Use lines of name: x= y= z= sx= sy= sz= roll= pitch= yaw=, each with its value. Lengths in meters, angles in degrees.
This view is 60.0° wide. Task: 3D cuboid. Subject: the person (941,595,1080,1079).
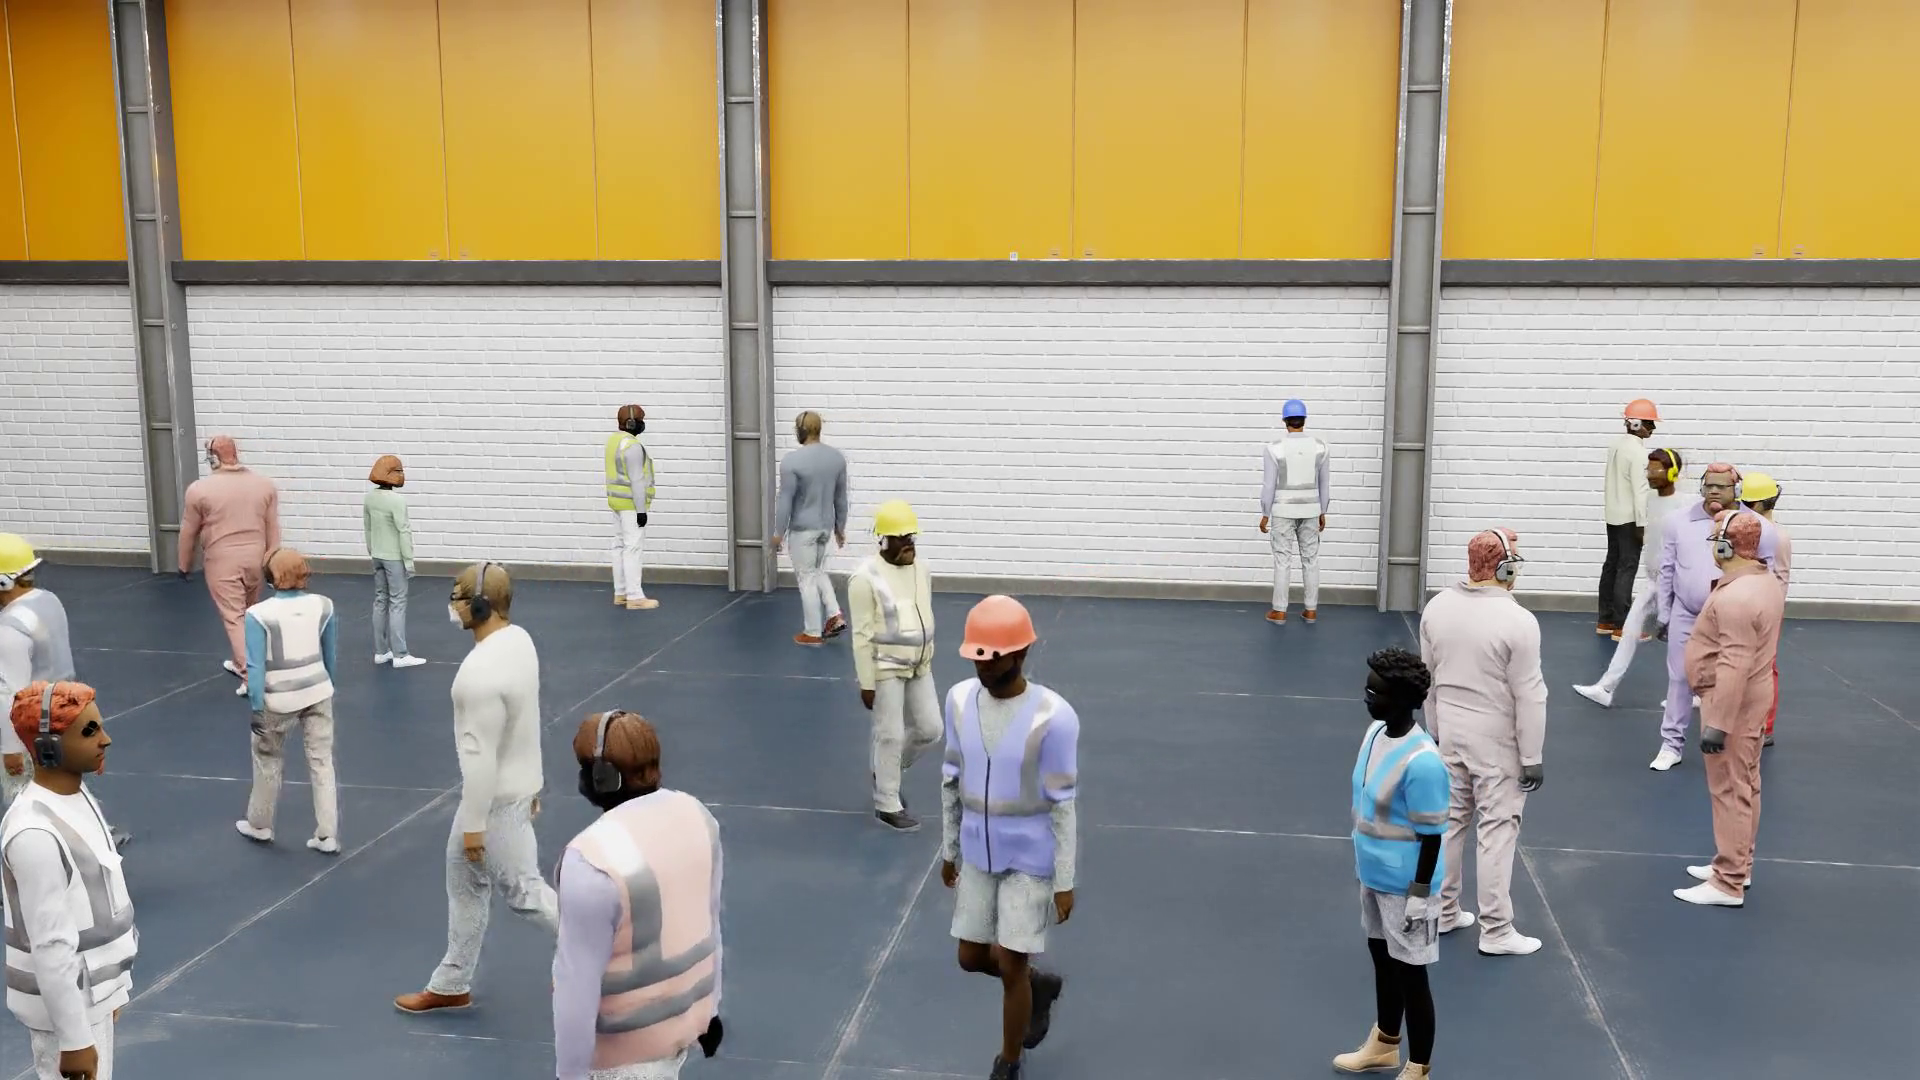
person: x=0.206 y=1.113 z=6.037 sx=0.557 sy=1.915 sz=0.633 roll=6 pitch=11 yaw=33

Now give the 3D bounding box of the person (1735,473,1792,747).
person: x=5.058 y=0.446 z=10.616 sx=0.327 sy=1.760 sz=0.524 roll=-1 pitch=9 yaw=-6

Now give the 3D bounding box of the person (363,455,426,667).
person: x=-4.364 y=0.158 z=12.772 sx=0.509 sy=1.631 sz=0.269 roll=7 pitch=12 yaw=37

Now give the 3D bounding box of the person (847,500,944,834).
person: x=-0.340 y=0.679 z=8.991 sx=0.423 sy=1.813 sz=0.612 roll=8 pitch=12 yaw=40

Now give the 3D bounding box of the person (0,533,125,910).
person: x=-4.377 y=0.857 z=7.885 sx=0.510 sy=1.819 sz=0.612 roll=-2 pitch=9 yaw=-11

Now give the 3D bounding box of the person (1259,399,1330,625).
person: x=2.866 y=-0.237 z=14.273 sx=0.604 sy=1.938 sz=0.402 roll=-1 pitch=9 yaw=-7

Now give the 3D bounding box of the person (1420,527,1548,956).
person: x=2.350 y=0.890 z=7.421 sx=0.410 sy=1.908 sz=0.643 roll=-6 pitch=11 yaw=-31

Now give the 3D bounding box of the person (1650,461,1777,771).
person: x=4.486 y=0.479 z=9.952 sx=0.637 sy=1.911 sz=0.403 roll=7 pitch=11 yaw=35

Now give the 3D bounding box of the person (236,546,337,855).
person: x=-3.545 y=0.828 z=8.717 sx=0.761 sy=1.605 sz=0.535 roll=8 pitch=12 yaw=39

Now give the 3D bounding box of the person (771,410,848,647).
person: x=-1.224 y=-0.085 z=13.382 sx=0.425 sy=1.924 sz=0.633 roll=7 pitch=12 yaw=38

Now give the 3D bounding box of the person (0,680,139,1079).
person: x=-2.535 y=1.328 z=4.797 sx=0.355 sy=1.882 sz=0.576 roll=-4 pitch=10 yaw=-22

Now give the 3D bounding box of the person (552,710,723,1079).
person: x=-0.826 y=1.385 z=4.679 sx=0.807 sy=1.814 sz=0.658 roll=4 pitch=10 yaw=22

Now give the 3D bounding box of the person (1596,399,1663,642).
person: x=5.513 y=-0.168 z=13.687 sx=0.394 sy=1.989 sz=0.616 roll=0 pitch=9 yaw=-1

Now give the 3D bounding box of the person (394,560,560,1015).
person: x=-1.797 y=1.017 z=6.669 sx=0.967 sy=1.906 sz=0.636 roll=-1 pitch=9 yaw=-3

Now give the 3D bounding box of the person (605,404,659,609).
person: x=-2.955 y=-0.303 z=14.979 sx=0.429 sy=1.842 sz=0.629 roll=-6 pitch=11 yaw=-31

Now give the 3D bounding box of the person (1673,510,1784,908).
person: x=3.673 y=0.802 z=7.974 sx=0.399 sy=1.905 sz=0.642 roll=7 pitch=11 yaw=35

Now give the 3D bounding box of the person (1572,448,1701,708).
person: x=4.743 y=0.286 z=11.401 sx=0.957 sy=1.818 sz=0.554 roll=-2 pitch=9 yaw=-12

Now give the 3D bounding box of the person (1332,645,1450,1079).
person: x=1.575 y=1.219 z=6.037 sx=0.317 sy=1.695 sz=0.540 roll=-1 pitch=9 yaw=-9

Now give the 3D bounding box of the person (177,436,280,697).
person: x=-5.258 y=0.178 z=12.007 sx=0.959 sy=1.854 sz=0.633 roll=7 pitch=12 yaw=38
